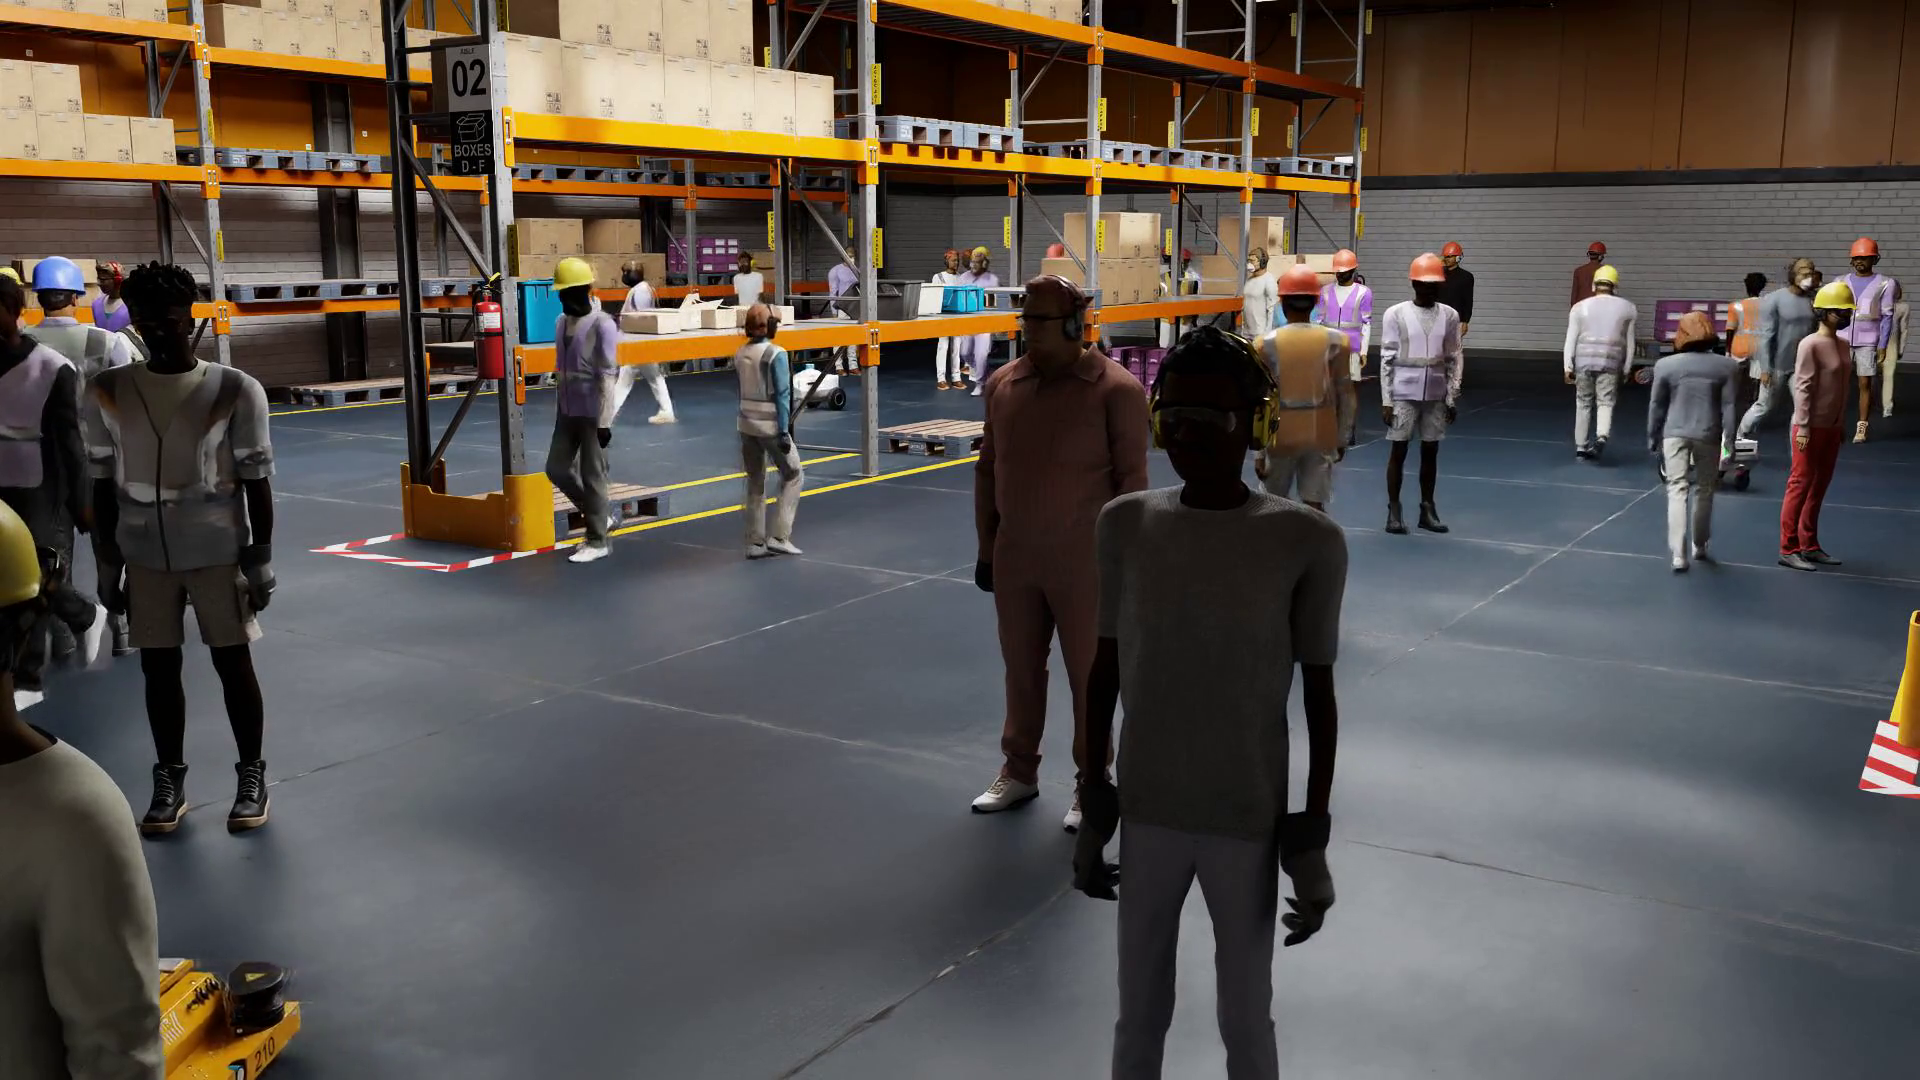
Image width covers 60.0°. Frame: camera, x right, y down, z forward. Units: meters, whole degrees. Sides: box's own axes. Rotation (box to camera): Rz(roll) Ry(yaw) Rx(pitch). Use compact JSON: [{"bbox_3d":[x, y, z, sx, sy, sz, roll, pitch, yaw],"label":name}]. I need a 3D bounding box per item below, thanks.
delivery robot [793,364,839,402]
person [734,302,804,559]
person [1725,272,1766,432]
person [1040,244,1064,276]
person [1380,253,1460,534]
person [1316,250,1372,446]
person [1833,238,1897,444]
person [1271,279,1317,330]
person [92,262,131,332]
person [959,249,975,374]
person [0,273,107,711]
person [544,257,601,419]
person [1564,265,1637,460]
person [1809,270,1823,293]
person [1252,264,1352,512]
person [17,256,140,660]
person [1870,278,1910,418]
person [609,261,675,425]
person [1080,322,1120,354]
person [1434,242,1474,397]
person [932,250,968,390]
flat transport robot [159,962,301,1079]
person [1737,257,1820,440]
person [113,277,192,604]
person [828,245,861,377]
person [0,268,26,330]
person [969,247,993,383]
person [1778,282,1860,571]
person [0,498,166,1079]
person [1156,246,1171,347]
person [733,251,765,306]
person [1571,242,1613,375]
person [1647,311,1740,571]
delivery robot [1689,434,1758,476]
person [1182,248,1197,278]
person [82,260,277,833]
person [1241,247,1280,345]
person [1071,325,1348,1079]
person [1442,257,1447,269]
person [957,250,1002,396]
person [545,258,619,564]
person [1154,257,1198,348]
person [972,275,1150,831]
[{"bbox_3d":[-1.772,-1.841,19.687,0.477,0.478,0.707,9,13,40],"label":"delivery robot"},{"bbox_3d":[-1.205,-0.688,10.555,0.436,1.624,0.548,-10,14,-44],"label":"person"},{"bbox_3d":[8.385,-1.985,17.643,0.549,1.685,0.394,3,11,15],"label":"person"},{"bbox_3d":[1.130,-2.614,20.327,0.650,1.956,0.904,7,12,33],"label":"person"},{"bbox_3d":[3.174,-0.996,11.478,0.571,1.930,0.402,-1,10,-5],"label":"person"},{"bbox_3d":[3.770,-1.892,16.430,0.543,1.928,0.374,5,11,26],"label":"person"},{"bbox_3d":[8.965,-1.986,16.628,0.605,2.044,0.374,9,14,42],"label":"person"},{"bbox_3d":[3.602,-2.031,17.952,0.711,1.644,0.596,-9,14,-41],"label":"person"},{"bbox_3d":[-7.107,-1.440,14.168,0.563,1.839,0.393,3,11,17],"label":"person"},{"bbox_3d":[0.155,-3.454,25.210,0.356,1.883,0.573,-3,11,-17],"label":"person"},{"bbox_3d":[-4.099,-0.234,7.342,0.580,1.898,0.812,2,10,12],"label":"person"},{"bbox_3d":[-3.369,-1.520,14.522,0.519,1.874,0.326,-2,10,-9],"label":"person"},{"bbox_3d":[5.802,-1.590,15.112,0.611,1.799,0.670,5,11,25],"label":"person"},{"bbox_3d":[11.978,-3.013,23.551,0.511,1.613,0.759,-10,14,-43],"label":"person"},{"bbox_3d":[1.850,-0.552,9.112,0.551,1.898,0.861,2,10,9],"label":"person"},{"bbox_3d":[-4.272,-0.387,8.036,0.603,1.946,0.389,-2,10,-12],"label":"person"},{"bbox_3d":[10.652,-2.223,19.211,0.501,1.591,0.867,4,11,23],"label":"person"},{"bbox_3d":[-3.613,-2.158,18.269,0.968,1.788,0.658,-2,10,-9],"label":"person"},{"bbox_3d":[2.422,-4.157,29.328,0.915,1.798,0.635,6,12,31],"label":"person"},{"bbox_3d":[6.336,-2.850,21.549,0.376,1.995,0.612,-9,14,-42],"label":"person"},{"bbox_3d":[-0.117,-2.977,22.562,0.575,1.884,0.355,-8,13,-36],"label":"person"},{"bbox_3d":[-2.388,1.199,3.893,1.431,0.197,0.652,0,10,2],"label":"flat transport robot"},{"bbox_3d":[7.242,-1.548,14.664,0.635,1.895,1.009,-2,10,-10],"label":"person"},{"bbox_3d":[-4.387,-0.520,9.051,0.346,1.846,0.505,0,10,0],"label":"person"},{"bbox_3d":[-1.664,-3.401,24.761,0.633,1.940,0.368,-8,13,-39],"label":"person"},{"bbox_3d":[-8.794,-1.636,15.460,0.533,1.768,0.310,10,14,43],"label":"person"},{"bbox_3d":[0.285,-3.206,23.711,0.371,1.927,0.588,-1,10,-8],"label":"person"},{"bbox_3d":[5.320,-0.697,10.256,0.533,1.767,0.312,-8,13,-36],"label":"person"},{"bbox_3d":[-1.156,0.792,2.002,0.524,1.769,0.309,6,12,28],"label":"person"},{"bbox_3d":[3.633,-4.197,29.160,0.545,1.942,0.354,4,11,22],"label":"person"},{"bbox_3d":[-3.094,-3.325,24.566,0.553,1.856,0.480,3,11,18],"label":"person"},{"bbox_3d":[9.454,-3.448,24.862,0.395,1.993,0.616,-10,14,-44],"label":"person"},{"bbox_3d":[4.534,-0.619,10.316,0.513,1.581,0.888,5,11,25],"label":"person"},{"bbox_3d":[6.171,-0.746,13.621,0.477,0.478,0.707,-3,11,-16],"label":"delivery robot"},{"bbox_3d":[3.761,-3.869,27.470,0.932,1.904,0.544,-3,11,-16],"label":"person"},{"bbox_3d":[-2.638,0.036,5.676,0.599,1.958,0.377,-1,10,-4],"label":"person"},{"bbox_3d":[3.306,-2.269,18.488,0.372,1.940,0.630,-4,11,-21],"label":"person"},{"bbox_3d":[0.449,0.538,3.124,0.511,1.872,0.329,4,11,23],"label":"person"},{"bbox_3d":[6.787,-3.065,23.191,0.590,1.833,0.404,0,10,-2],"label":"person"},{"bbox_3d":[0.252,-2.831,21.733,0.666,1.888,0.590,6,12,30],"label":"person"},{"bbox_3d":[-2.371,-0.811,10.471,0.609,1.909,0.413,9,13,40],"label":"person"},{"bbox_3d":[2.990,-3.034,23.021,0.628,1.837,0.429,0,10,0],"label":"person"},{"bbox_3d":[0.316,0.046,5.752,0.654,1.904,0.406,7,12,32],"label":"person"}]
